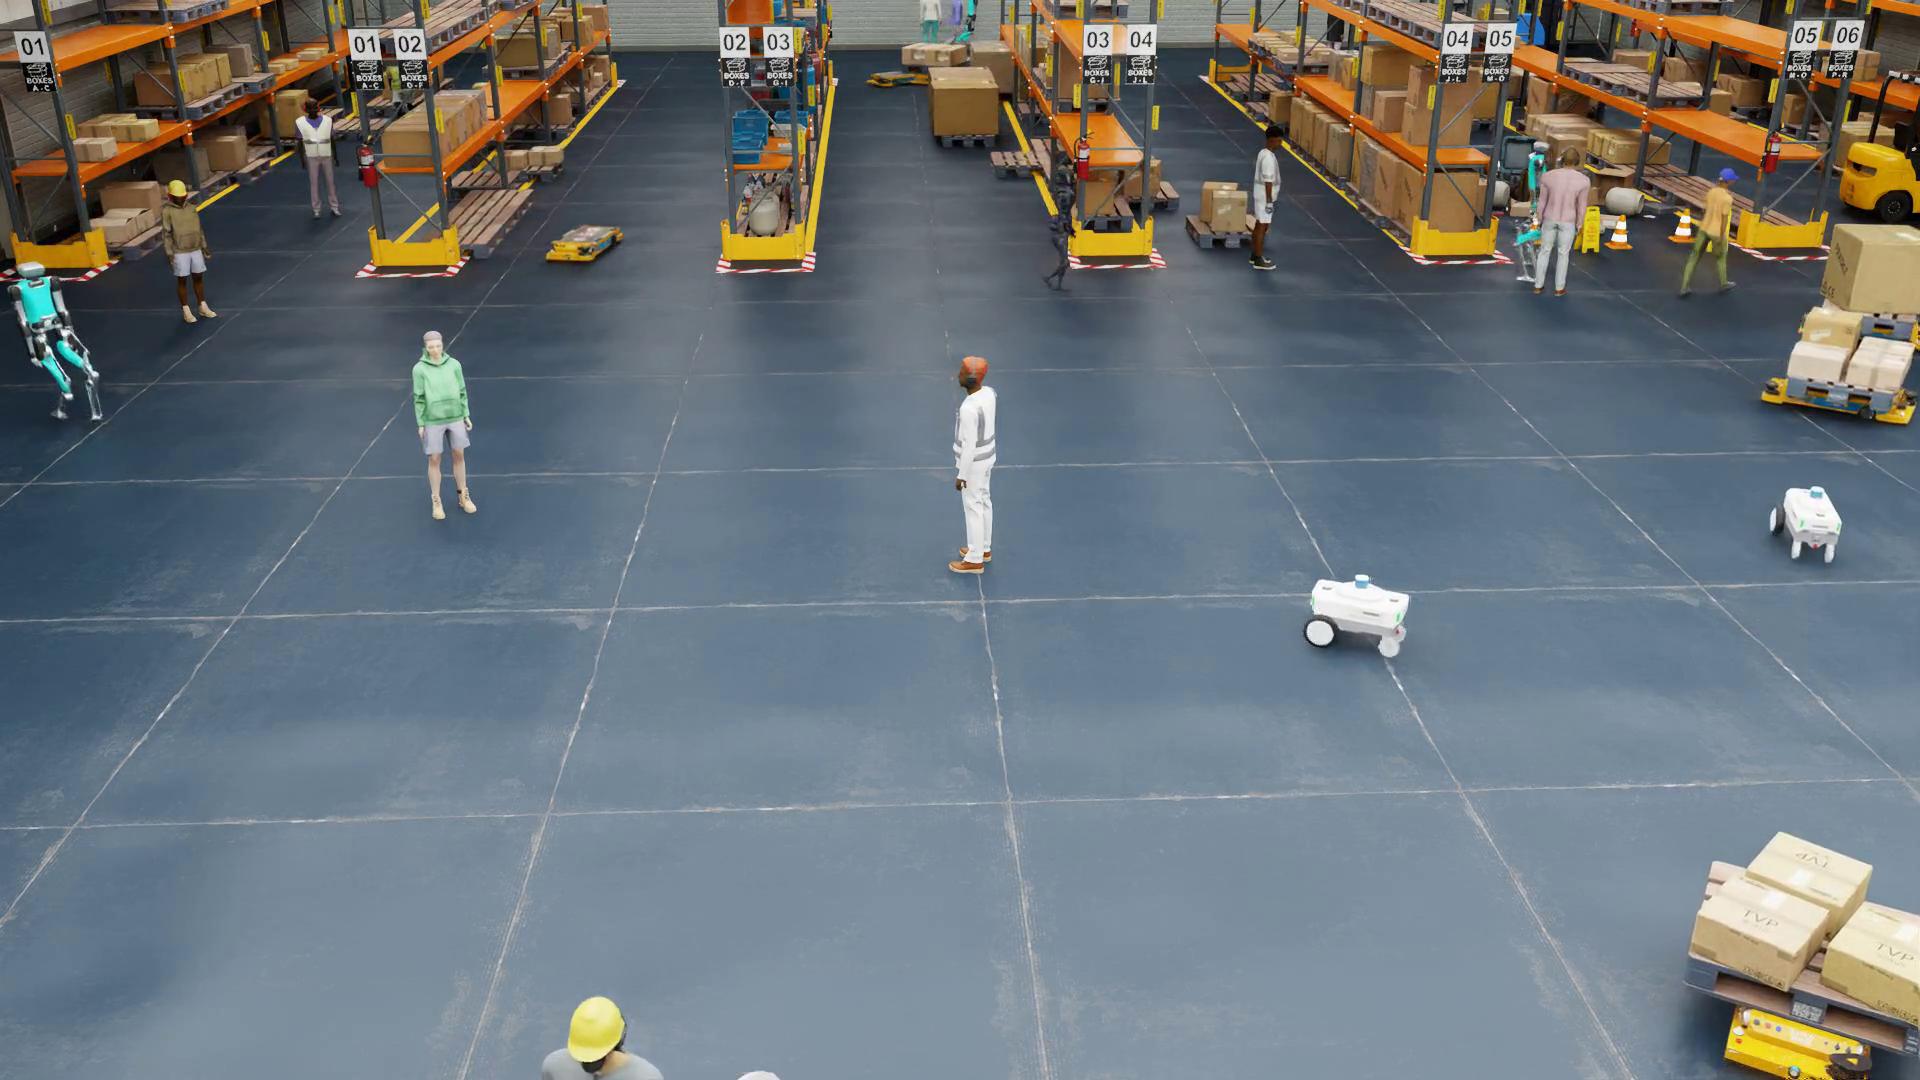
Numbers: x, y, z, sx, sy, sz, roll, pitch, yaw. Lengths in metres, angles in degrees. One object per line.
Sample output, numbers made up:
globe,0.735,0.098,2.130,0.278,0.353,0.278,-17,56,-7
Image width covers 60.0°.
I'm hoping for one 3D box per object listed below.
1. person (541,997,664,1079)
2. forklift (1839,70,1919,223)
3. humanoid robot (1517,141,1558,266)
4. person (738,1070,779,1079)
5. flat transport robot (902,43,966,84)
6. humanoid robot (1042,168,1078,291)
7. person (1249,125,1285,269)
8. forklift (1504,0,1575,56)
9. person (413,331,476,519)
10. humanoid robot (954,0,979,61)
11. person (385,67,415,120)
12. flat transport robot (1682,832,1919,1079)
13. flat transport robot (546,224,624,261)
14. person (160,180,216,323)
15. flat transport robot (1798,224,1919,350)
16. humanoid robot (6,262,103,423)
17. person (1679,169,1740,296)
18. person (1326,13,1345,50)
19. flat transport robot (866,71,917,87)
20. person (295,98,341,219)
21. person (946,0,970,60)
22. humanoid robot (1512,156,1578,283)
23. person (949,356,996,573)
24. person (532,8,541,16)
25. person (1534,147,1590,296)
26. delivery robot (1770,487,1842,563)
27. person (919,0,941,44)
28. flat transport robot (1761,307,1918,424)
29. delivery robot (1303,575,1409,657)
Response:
person,-1.432,2.550,6.924,0.523,1.738,0.727,5,25,12
forklift,15.132,-6.143,25.915,2.313,2.155,1.214,-1,24,-2
humanoid robot,8.141,-4.603,23.021,0.709,1.788,0.531,3,24,8
person,-0.803,2.807,6.215,0.624,1.854,0.567,-8,25,-18
flat transport robot,-0.581,-10.801,38.741,0.659,0.231,1.431,10,26,21
humanoid robot,1.351,-4.090,21.937,0.352,1.647,0.601,7,25,15
person,4.256,-4.765,23.096,0.366,1.962,0.608,1,24,1
forklift,14.700,-13.805,42.301,1.873,2.768,1.129,-1,24,-2
person,-4.663,-1.056,15.032,0.471,1.742,0.328,-13,27,-27
humanoid robot,0.101,-12.625,41.133,0.788,1.847,0.533,-5,24,-11
person,-10.989,-8.888,32.735,0.526,1.656,0.870,-2,24,-3
flat transport robot,4.608,2.435,9.000,0.659,0.231,1.431,13,27,27
flat transport robot,-5.445,-4.322,24.184,0.659,0.231,1.431,4,24,8
person,-9.674,-3.619,20.773,0.411,1.756,0.543,17,29,33
flat transport robot,11.042,-2.573,20.254,1.431,0.231,0.659,14,27,28
humanoid robot,-9.219,-1.950,17.103,1.028,1.761,0.540,15,28,30
person,9.901,-4.038,21.807,0.885,1.663,0.460,-11,26,-23
person,8.964,-12.099,39.707,0.406,1.856,0.529,-13,27,-27
flat transport robot,-1.413,-10.668,38.442,1.431,0.231,0.659,-17,29,-34
person,-9.991,-5.955,25.917,0.568,1.840,0.373,-13,27,-27
person,-0.116,-12.922,41.663,0.785,1.773,0.601,-5,25,-12
humanoid robot,7.781,-4.308,22.306,0.788,1.735,0.535,17,29,34
person,0.110,-0.635,13.915,0.356,1.884,0.574,8,25,17
person,-10.399,-12.640,40.911,0.516,1.864,0.356,22,32,40
person,7.863,-4.166,21.800,0.621,1.932,0.369,11,26,24
delivery robot,7.420,-0.188,14.505,0.499,0.564,0.737,6,25,14
person,-0.795,-13.239,42.436,0.629,1.733,0.329,-1,24,-3
flat transport robot,9.487,-1.545,17.944,1.431,0.231,0.659,15,28,30
delivery robot,3.072,0.545,12.864,0.747,0.568,0.499,10,26,22
